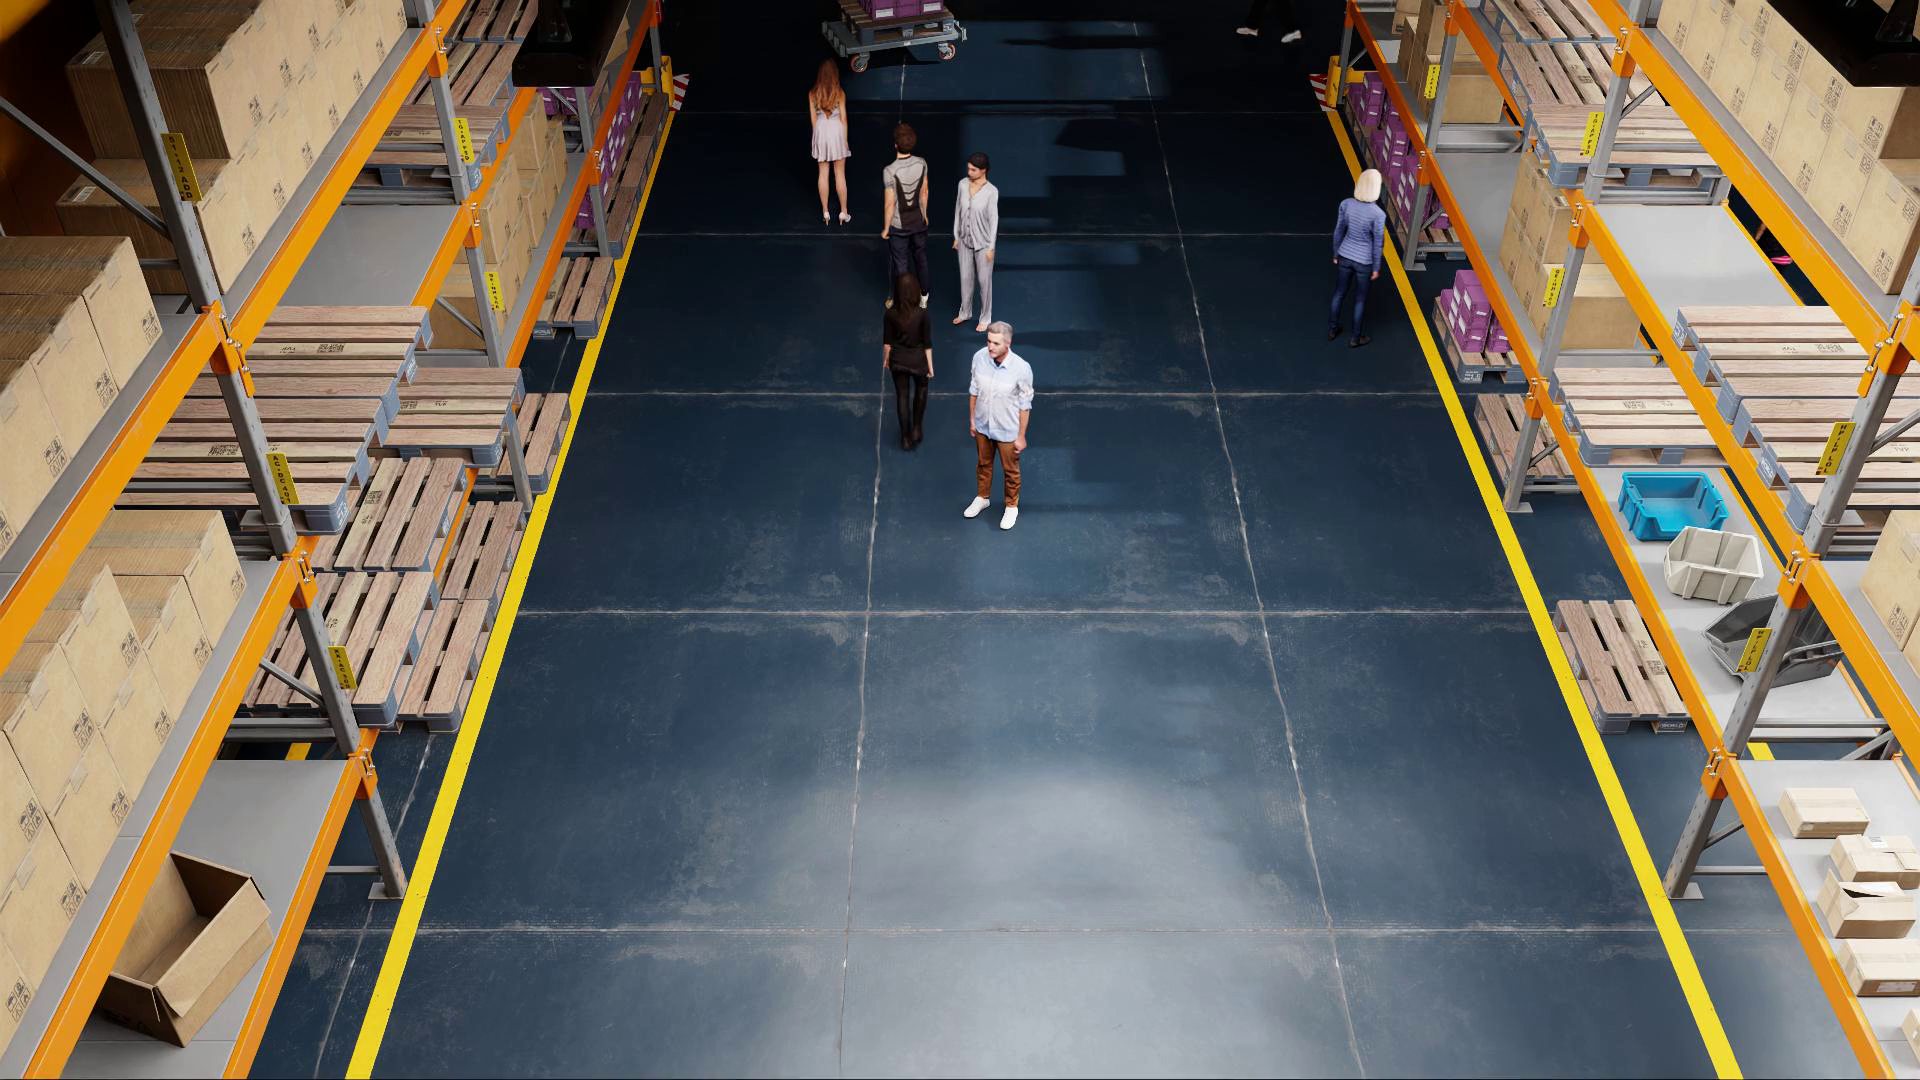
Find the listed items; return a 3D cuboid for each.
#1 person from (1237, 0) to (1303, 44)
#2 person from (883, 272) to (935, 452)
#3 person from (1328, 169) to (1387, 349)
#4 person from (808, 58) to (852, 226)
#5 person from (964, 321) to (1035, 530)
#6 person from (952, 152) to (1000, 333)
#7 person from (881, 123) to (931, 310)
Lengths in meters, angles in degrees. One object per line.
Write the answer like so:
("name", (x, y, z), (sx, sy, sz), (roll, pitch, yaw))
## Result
("person", (4.026, -7.053, 20.863), (0.930, 1.653, 1.103), (11, 40, 14))
("person", (-0.434, -1.424, 13.830), (0.615, 1.634, 0.574), (4, 39, 5))
("person", (3.622, -2.573, 15.180), (0.717, 1.745, 0.774), (31, 48, 33))
("person", (-1.331, -4.066, 17.030), (0.598, 1.768, 0.614), (5, 39, 7))
("person", (0.302, -0.930, 13.056), (0.769, 1.827, 0.753), (18, 42, 22))
("person", (0.154, -2.786, 15.421), (0.680, 1.775, 0.699), (20, 43, 23))
("person", (-0.495, -2.995, 15.587), (0.739, 1.896, 0.742), (-20, 43, -23))
